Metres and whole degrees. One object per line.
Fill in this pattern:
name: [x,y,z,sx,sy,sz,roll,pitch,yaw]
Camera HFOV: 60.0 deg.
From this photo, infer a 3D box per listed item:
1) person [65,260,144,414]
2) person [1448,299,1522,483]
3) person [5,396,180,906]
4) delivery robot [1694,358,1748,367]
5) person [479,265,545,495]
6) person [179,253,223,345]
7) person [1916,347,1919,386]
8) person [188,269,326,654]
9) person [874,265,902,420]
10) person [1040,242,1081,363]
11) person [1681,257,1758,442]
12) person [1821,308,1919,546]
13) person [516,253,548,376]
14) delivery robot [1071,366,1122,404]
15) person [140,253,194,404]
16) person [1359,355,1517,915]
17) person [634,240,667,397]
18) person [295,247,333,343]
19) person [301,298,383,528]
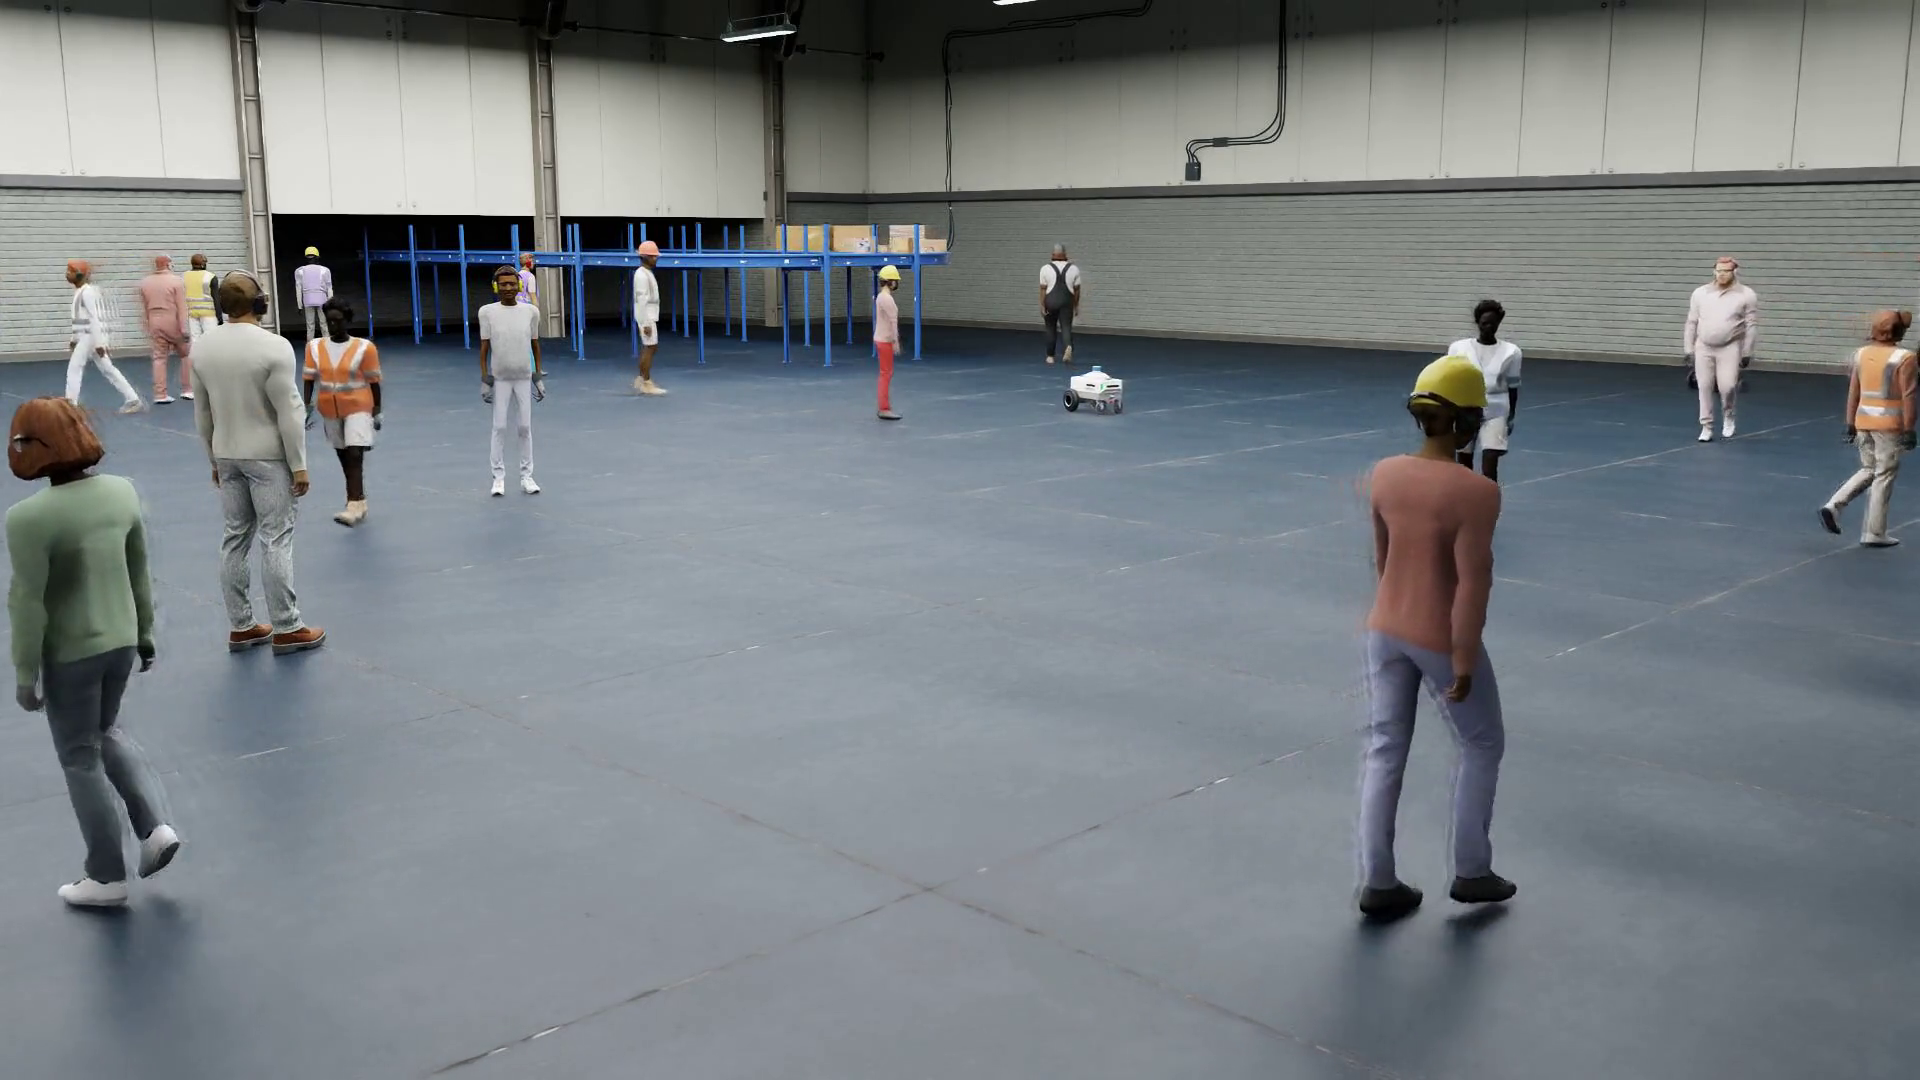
person: [-10.177,-2.363,19.517,1.014,1.834,0.571,-6,12,-28]
person: [3.788,-0.924,12.098,0.530,1.660,0.831,4,11,20]
person: [-2.762,0.355,5.224,0.342,1.621,0.527,3,11,16]
delivery robot: [10.486,-2.506,22.898,0.698,0.223,0.335,-2,11,-11]
person: [-3.668,-1.312,13.649,0.513,1.871,0.329,-5,11,-24]
person: [-11.279,-3.339,24.785,0.634,1.839,0.429,1,10,4]
person: [13.824,-3.090,23.261,0.952,1.889,0.562,2,11,9]
person: [-3.582,-0.395,8.463,0.630,1.940,0.372,3,11,18]
person: [-0.830,-2.286,19.246,0.330,1.769,0.529,-2,11,-12]
person: [1.653,-3.922,27.531,0.689,2.000,0.901,-1,10,-7]
person: [7.777,-1.953,17.089,0.646,1.892,0.437,8,13,36]
person: [6.228,-0.760,11.306,0.435,1.627,0.518,-2,11,-11]
person: [-6.539,-3.402,25.098,0.389,1.850,0.563,-10,14,-44]
delivery robot: [1.643,-1.850,20.030,0.477,0.478,0.707,-6,12,-29]
person: [-9.995,-2.683,21.100,0.666,1.876,0.737,2,11,13]
person: [1.513,0.299,5.207,0.670,1.745,0.531,-7,13,-35]
person: [-4.120,-2.937,22.052,0.411,2.043,0.623,0,10,-2]
person: [-10.903,-3.990,28.124,0.586,1.917,0.380,-3,11,-16]
person: [-4.494,-0.917,12.057,0.547,1.653,0.846,1,10,5]
